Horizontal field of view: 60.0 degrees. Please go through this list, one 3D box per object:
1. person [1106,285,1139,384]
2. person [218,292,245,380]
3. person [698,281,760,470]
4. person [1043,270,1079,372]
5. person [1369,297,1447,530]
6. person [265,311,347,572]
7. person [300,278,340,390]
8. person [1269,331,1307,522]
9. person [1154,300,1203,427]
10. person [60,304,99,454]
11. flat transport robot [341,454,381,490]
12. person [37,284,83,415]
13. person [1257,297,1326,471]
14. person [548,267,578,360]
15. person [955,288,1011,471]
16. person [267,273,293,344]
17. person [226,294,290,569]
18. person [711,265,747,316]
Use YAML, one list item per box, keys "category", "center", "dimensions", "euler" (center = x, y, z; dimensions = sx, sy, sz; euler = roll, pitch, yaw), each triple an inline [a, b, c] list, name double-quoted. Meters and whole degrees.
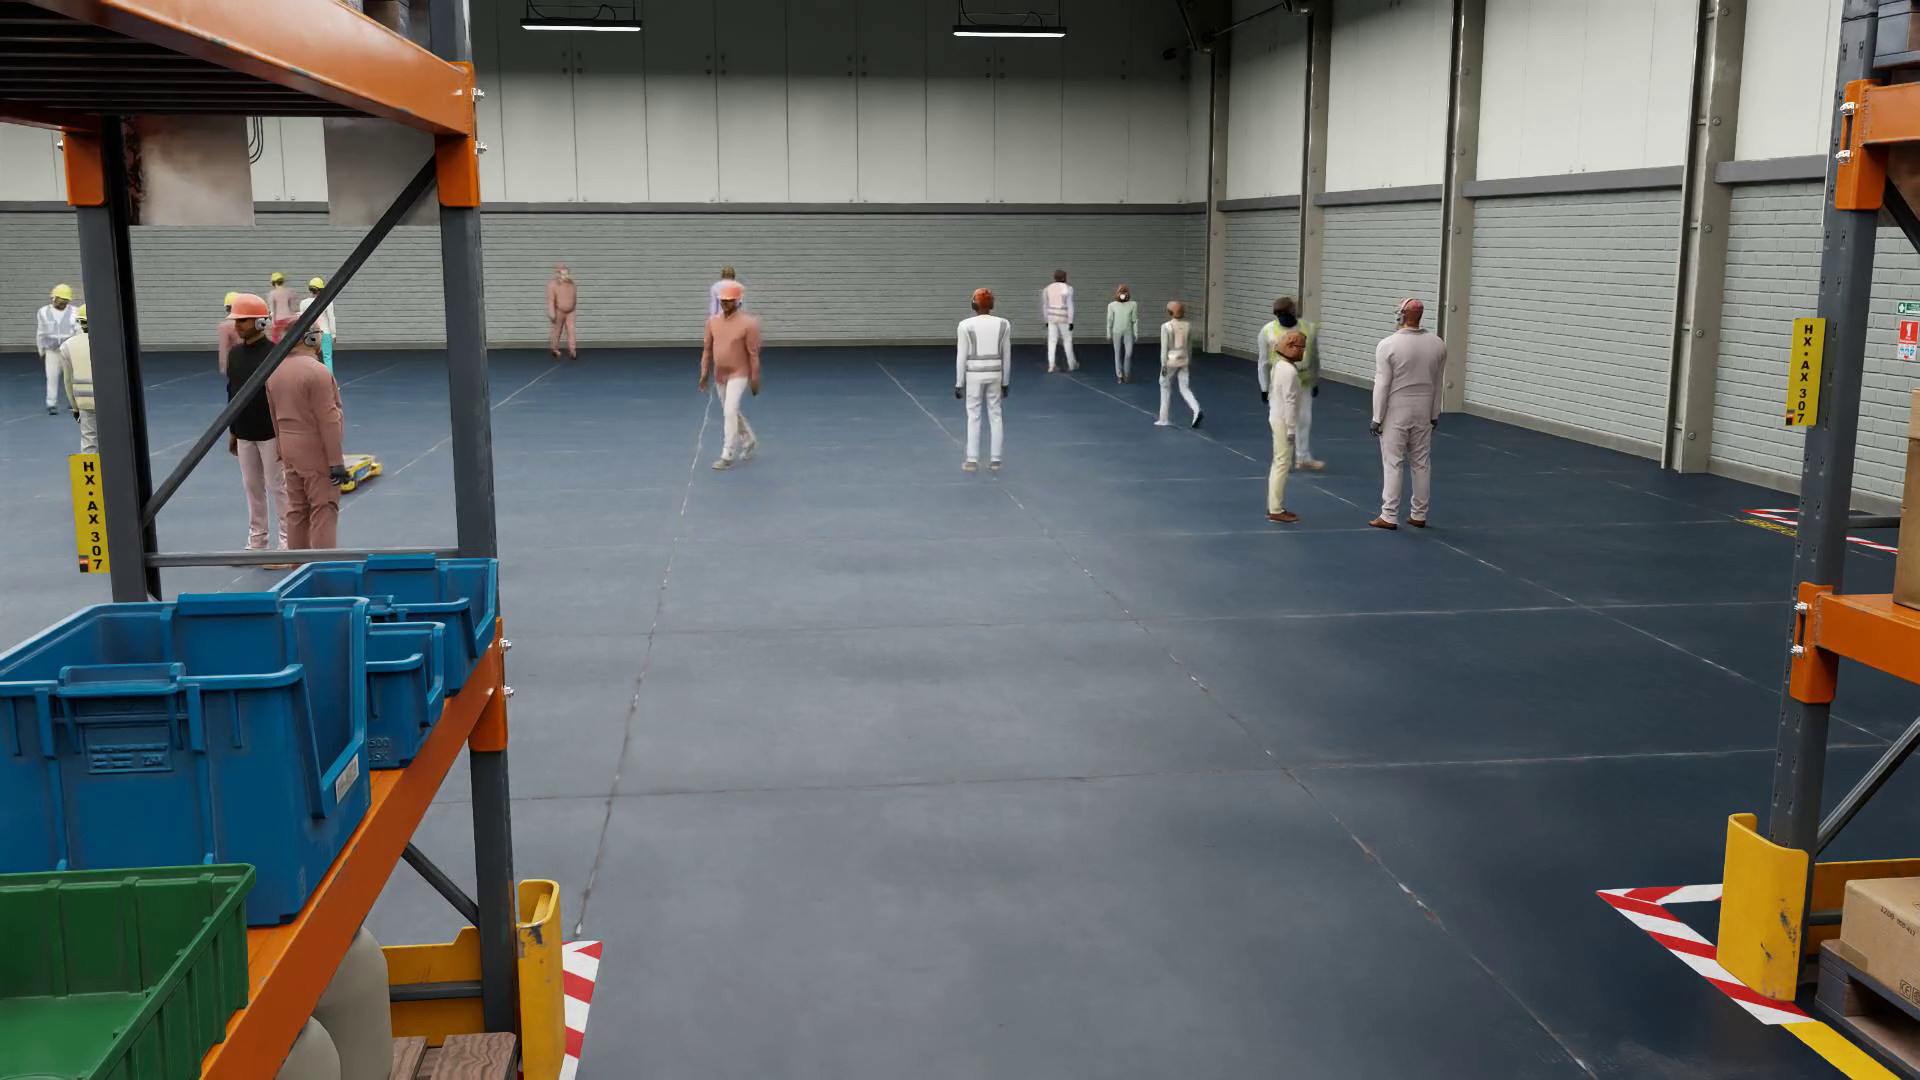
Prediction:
- category: "person"
  center: [2.664, -3.366, 27.273]
  dimensions: [0.534, 1.610, 0.594]
  euler: [1, 10, 3]
- category: "person"
  center: [-8.535, -2.067, 19.767]
  dimensions: [0.407, 1.752, 0.549]
  euler: [8, 13, 36]
- category: "person"
  center: [-2.382, -1.758, 17.564]
  dimensions: [0.620, 1.958, 0.981]
  euler: [6, 12, 28]
- category: "person"
  center: [1.819, -3.924, 29.811]
  dimensions: [0.653, 1.807, 0.788]
  euler: [6, 12, 31]
- category: "person"
  center: [3.664, -1.038, 13.719]
  dimensions: [0.641, 1.913, 0.407]
  euler: [-4, 11, -19]
- category: "person"
  center: [-4.312, -0.562, 11.109]
  dimensions: [0.643, 1.913, 0.411]
  euler: [7, 13, 34]
- category: "person"
  center: [-10.014, -3.206, 25.999]
  dimensions: [0.523, 1.769, 0.322]
  euler: [0, 10, -1]
- category: "person"
  center: [2.768, -0.959, 14.081]
  dimensions: [0.291, 1.622, 0.509]
  euler: [1, 10, 4]
- category: "person"
  center: [2.764, -2.210, 20.967]
  dimensions: [0.523, 1.612, 0.716]
  euler: [-6, 12, -31]
- category: "person"
  center: [-7.747, -1.233, 15.005]
  dimensions: [0.586, 1.833, 0.403]
  euler: [1, 10, 8]
- category: "flat transport robot"
  center: [-6.124, -0.662, 16.156]
  dimensions: [0.652, 0.197, 1.431]
  euler: [-1, 10, -6]
- category: "person"
  center: [-12.309, -2.619, 22.800]
  dimensions: [0.604, 1.769, 0.911]
  euler: [-4, 11, -21]
- category: "person"
  center: [3.375, -1.567, 16.934]
  dimensions: [0.727, 1.803, 0.470]
  euler: [-1, 10, -7]
- category: "person"
  center: [-7.885, -4.496, 32.940]
  dimensions: [0.647, 1.828, 1.060]
  euler: [-7, 12, -34]
- category: "person"
  center: [0.245, -1.646, 17.129]
  dimensions: [0.582, 1.882, 0.346]
  euler: [-3, 11, -17]
- category: "person"
  center: [-12.855, -4.180, 31.457]
  dimensions: [0.785, 1.730, 0.528]
  euler: [9, 14, 42]
- category: "person"
  center: [-5.094, -0.784, 12.098]
  dimensions: [0.612, 1.995, 0.376]
  euler: [5, 11, 25]
- category: "person"
  center: [-4.168, -3.994, 29.981]
  dimensions: [0.642, 1.903, 0.968]
  euler: [0, 10, 1]
